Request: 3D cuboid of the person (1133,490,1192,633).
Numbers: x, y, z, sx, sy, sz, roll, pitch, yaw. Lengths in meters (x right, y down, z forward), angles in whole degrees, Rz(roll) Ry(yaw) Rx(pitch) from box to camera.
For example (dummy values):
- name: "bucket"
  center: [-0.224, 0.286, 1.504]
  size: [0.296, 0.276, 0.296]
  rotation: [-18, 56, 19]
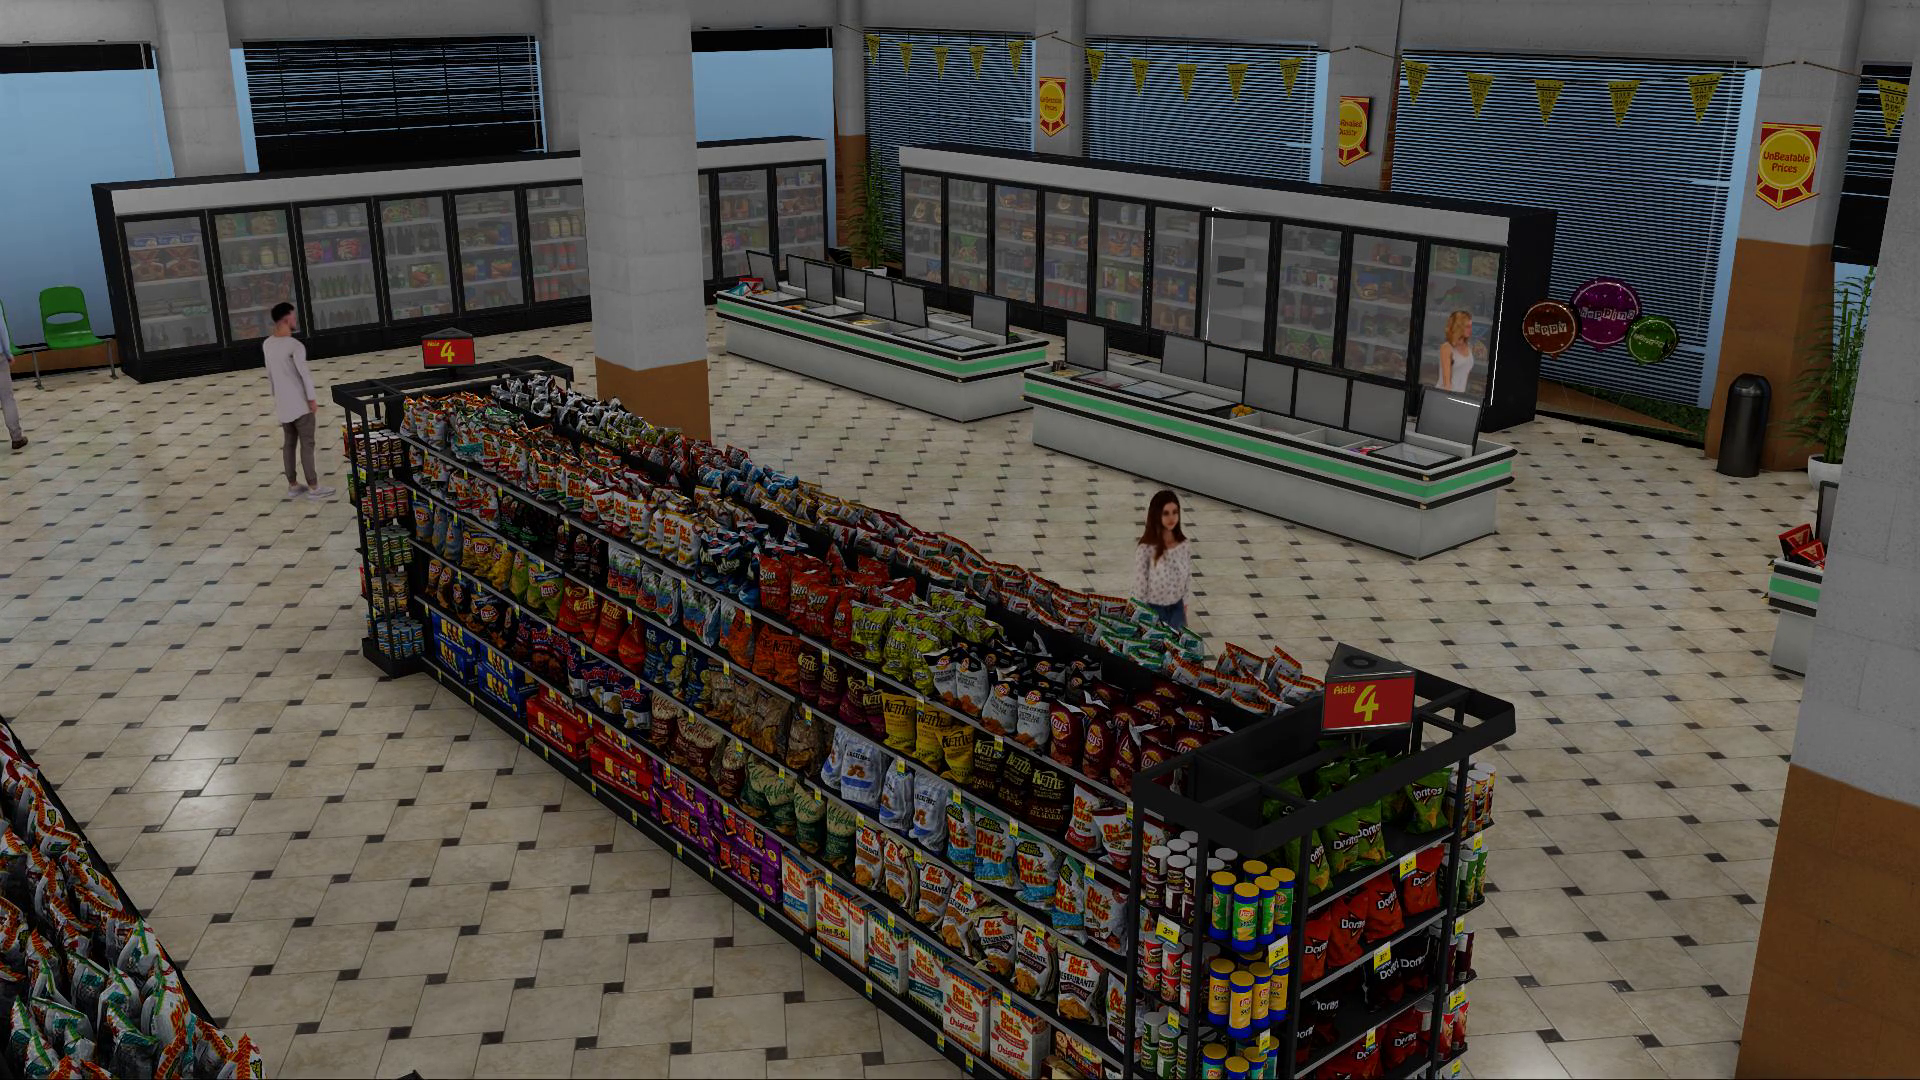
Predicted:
- name: "person"
  center: [1.193, 0.504, 10.309]
  size: [0.743, 1.710, 0.855]
  rotation: [-5, 19, -15]

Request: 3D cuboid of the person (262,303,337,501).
- name: "person"
  center: [-6.185, -1.292, 15.442]
  size: [0.655, 1.834, 0.807]
  rotation: [9, 21, 25]

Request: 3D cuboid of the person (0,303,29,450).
- name: "person"
  center: [-9.975, -1.853, 17.014]
  size: [0.723, 1.893, 0.651]
  rotation: [-9, 21, -25]

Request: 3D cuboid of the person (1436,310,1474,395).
- name: "person"
  center: [4.650, -1.391, 16.024]
  size: [0.604, 1.650, 0.773]
  rotation: [-14, 23, -35]
